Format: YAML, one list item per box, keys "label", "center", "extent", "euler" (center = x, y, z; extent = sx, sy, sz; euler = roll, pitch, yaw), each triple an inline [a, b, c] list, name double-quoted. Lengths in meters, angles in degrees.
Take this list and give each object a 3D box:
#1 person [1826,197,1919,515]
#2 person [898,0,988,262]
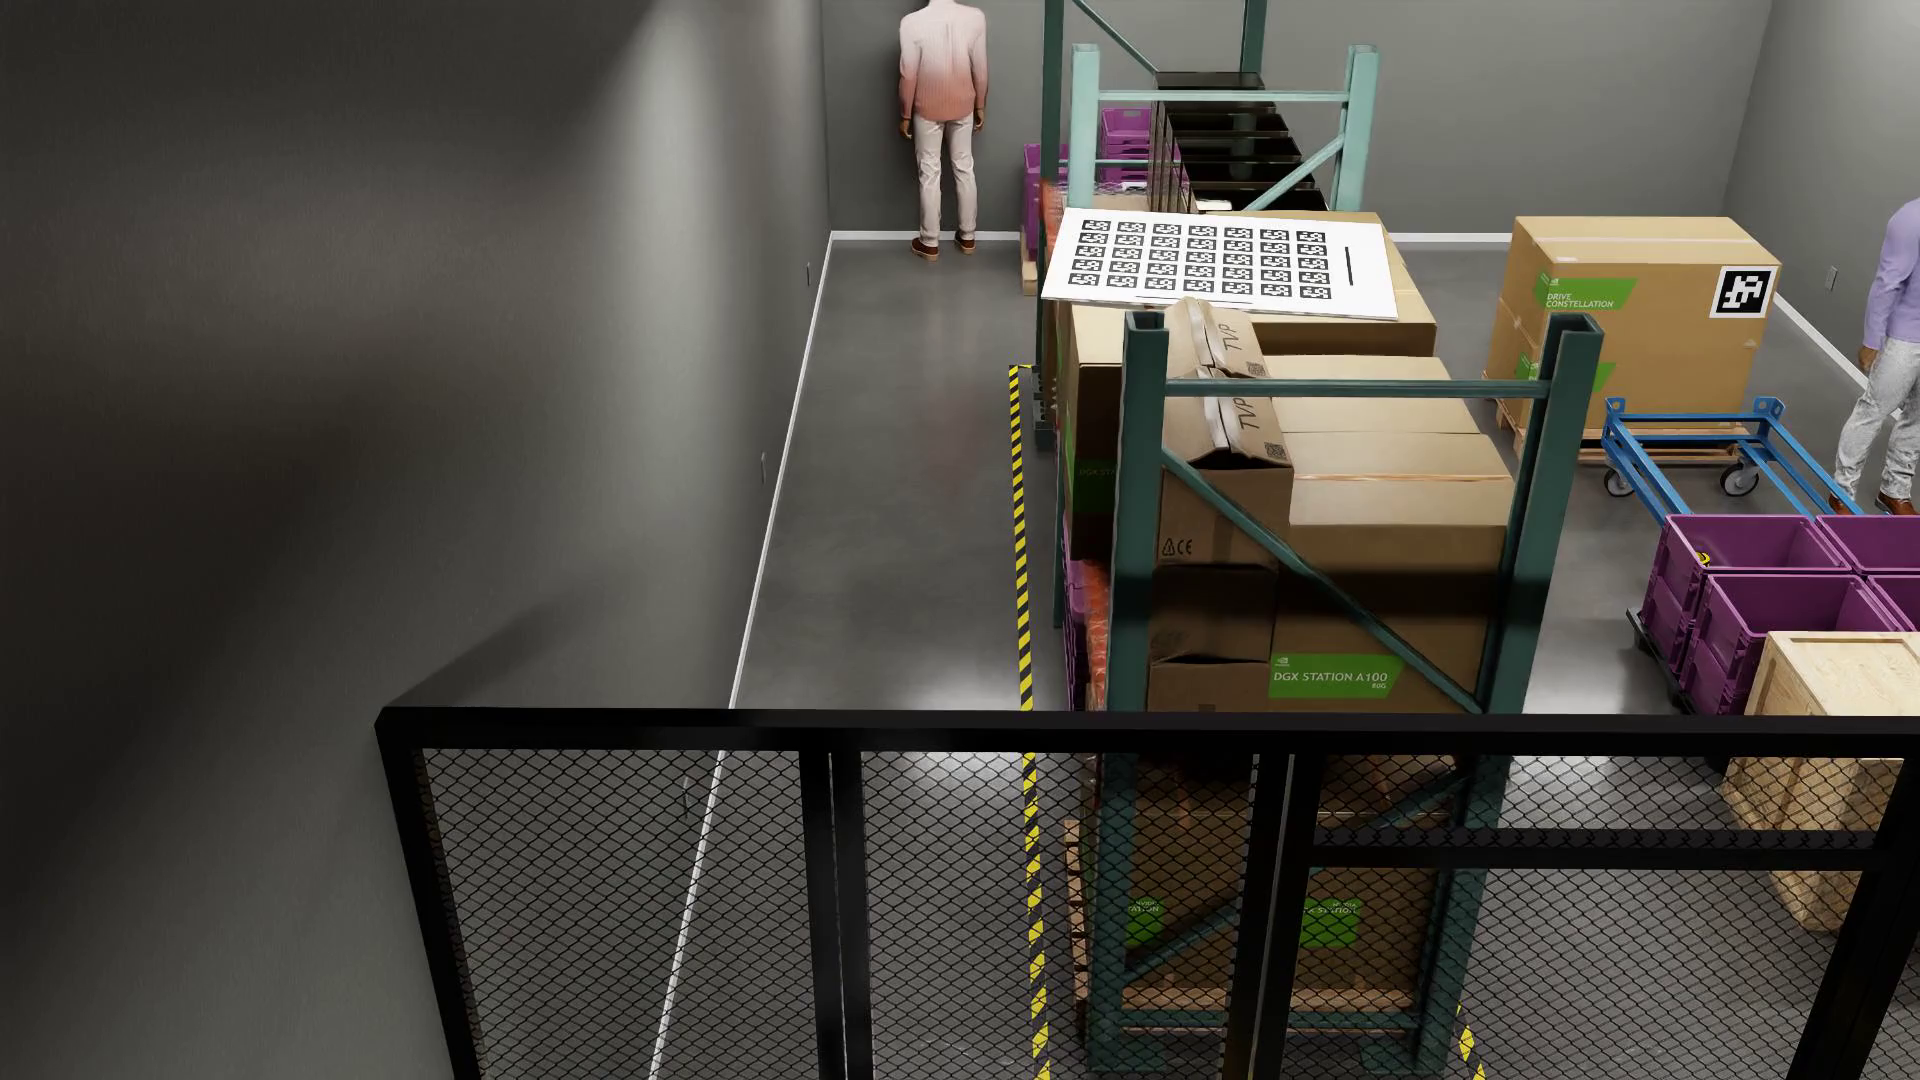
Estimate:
- label: "person"
  center: [4.523, -0.942, 7.780]
  extent: [0.635, 1.939, 0.366]
  euler: [-1, 31, -2]
- label: "person"
  center: [-0.119, -2.824, 10.851]
  extent: [0.622, 1.992, 0.395]
  euler: [-12, 33, -20]
